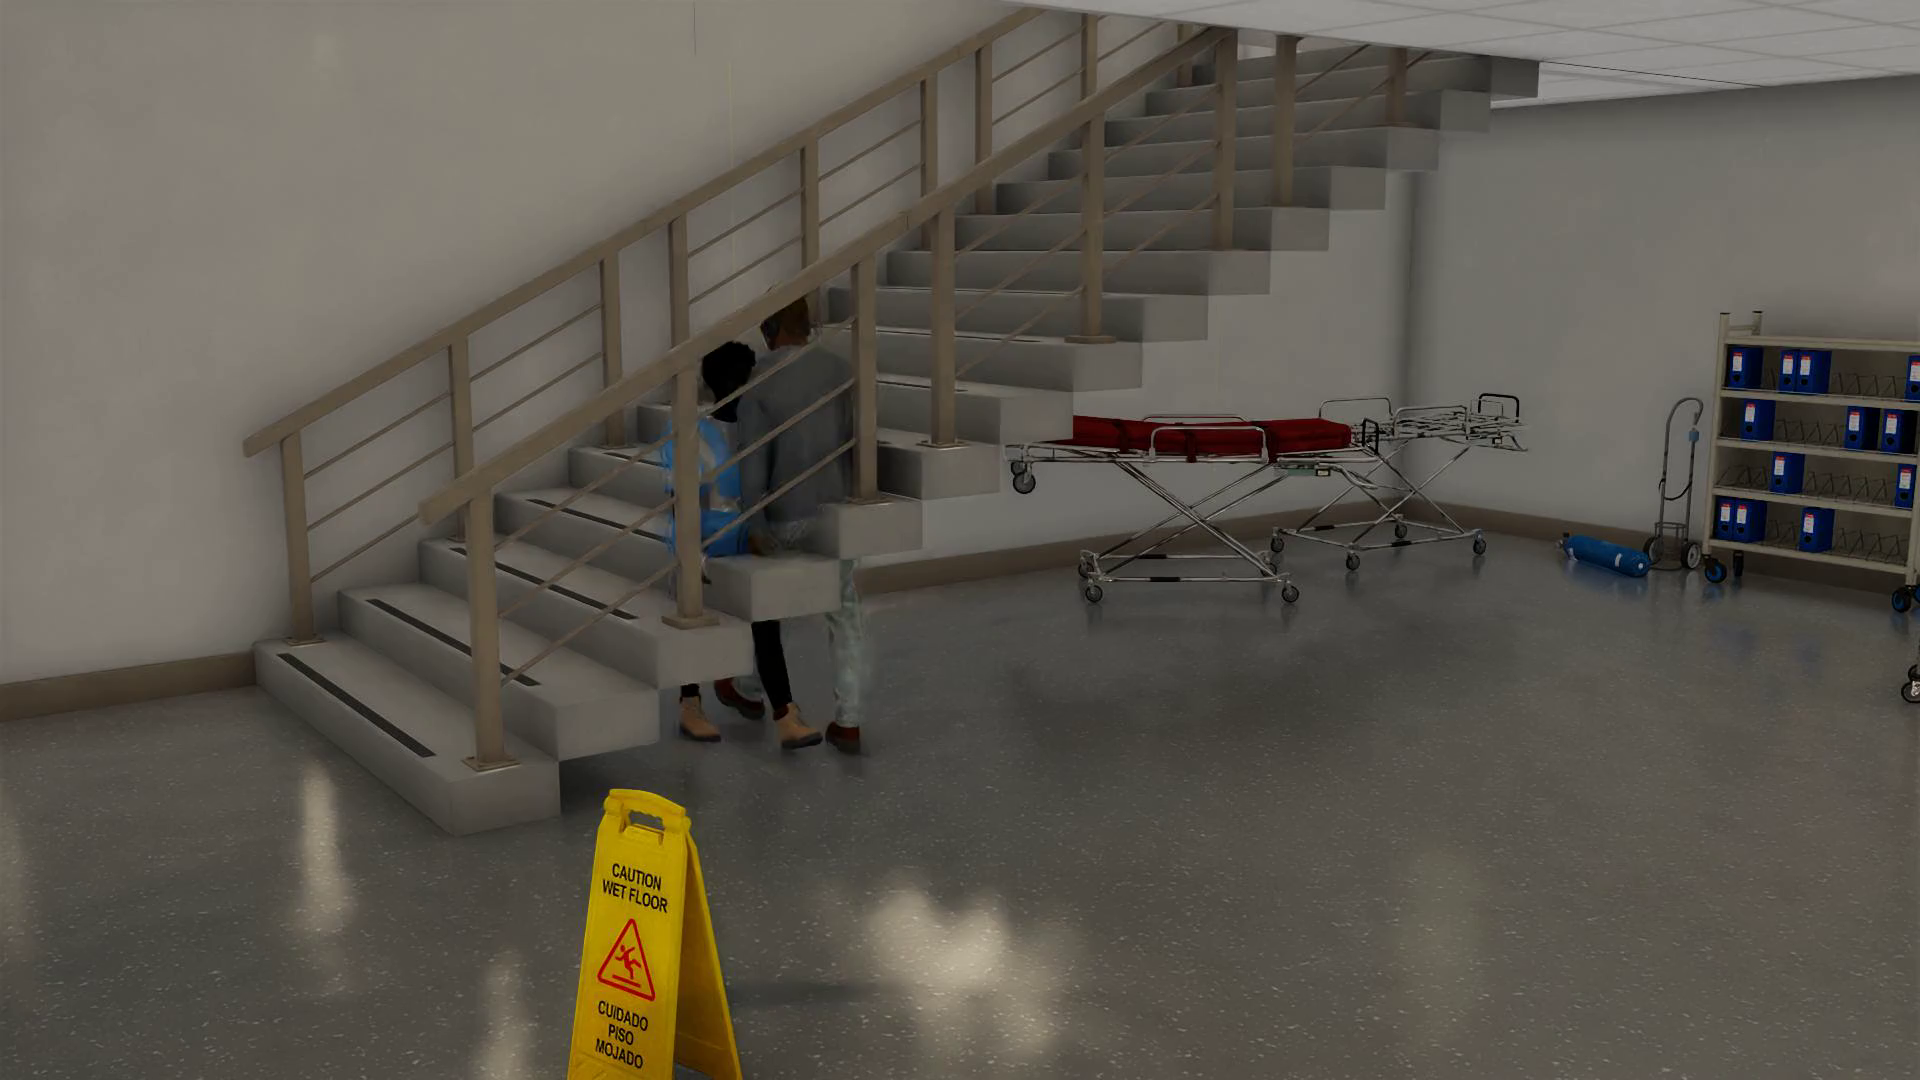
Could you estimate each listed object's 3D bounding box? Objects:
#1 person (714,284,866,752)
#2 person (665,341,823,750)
[{"bbox_3d":[-0.678,-0.108,6.918,0.657,1.879,0.994,-7,12,-34],"label":"person"},{"bbox_3d":[-0.897,0.044,6.664,0.549,1.659,0.818,-8,12,-37],"label":"person"}]
